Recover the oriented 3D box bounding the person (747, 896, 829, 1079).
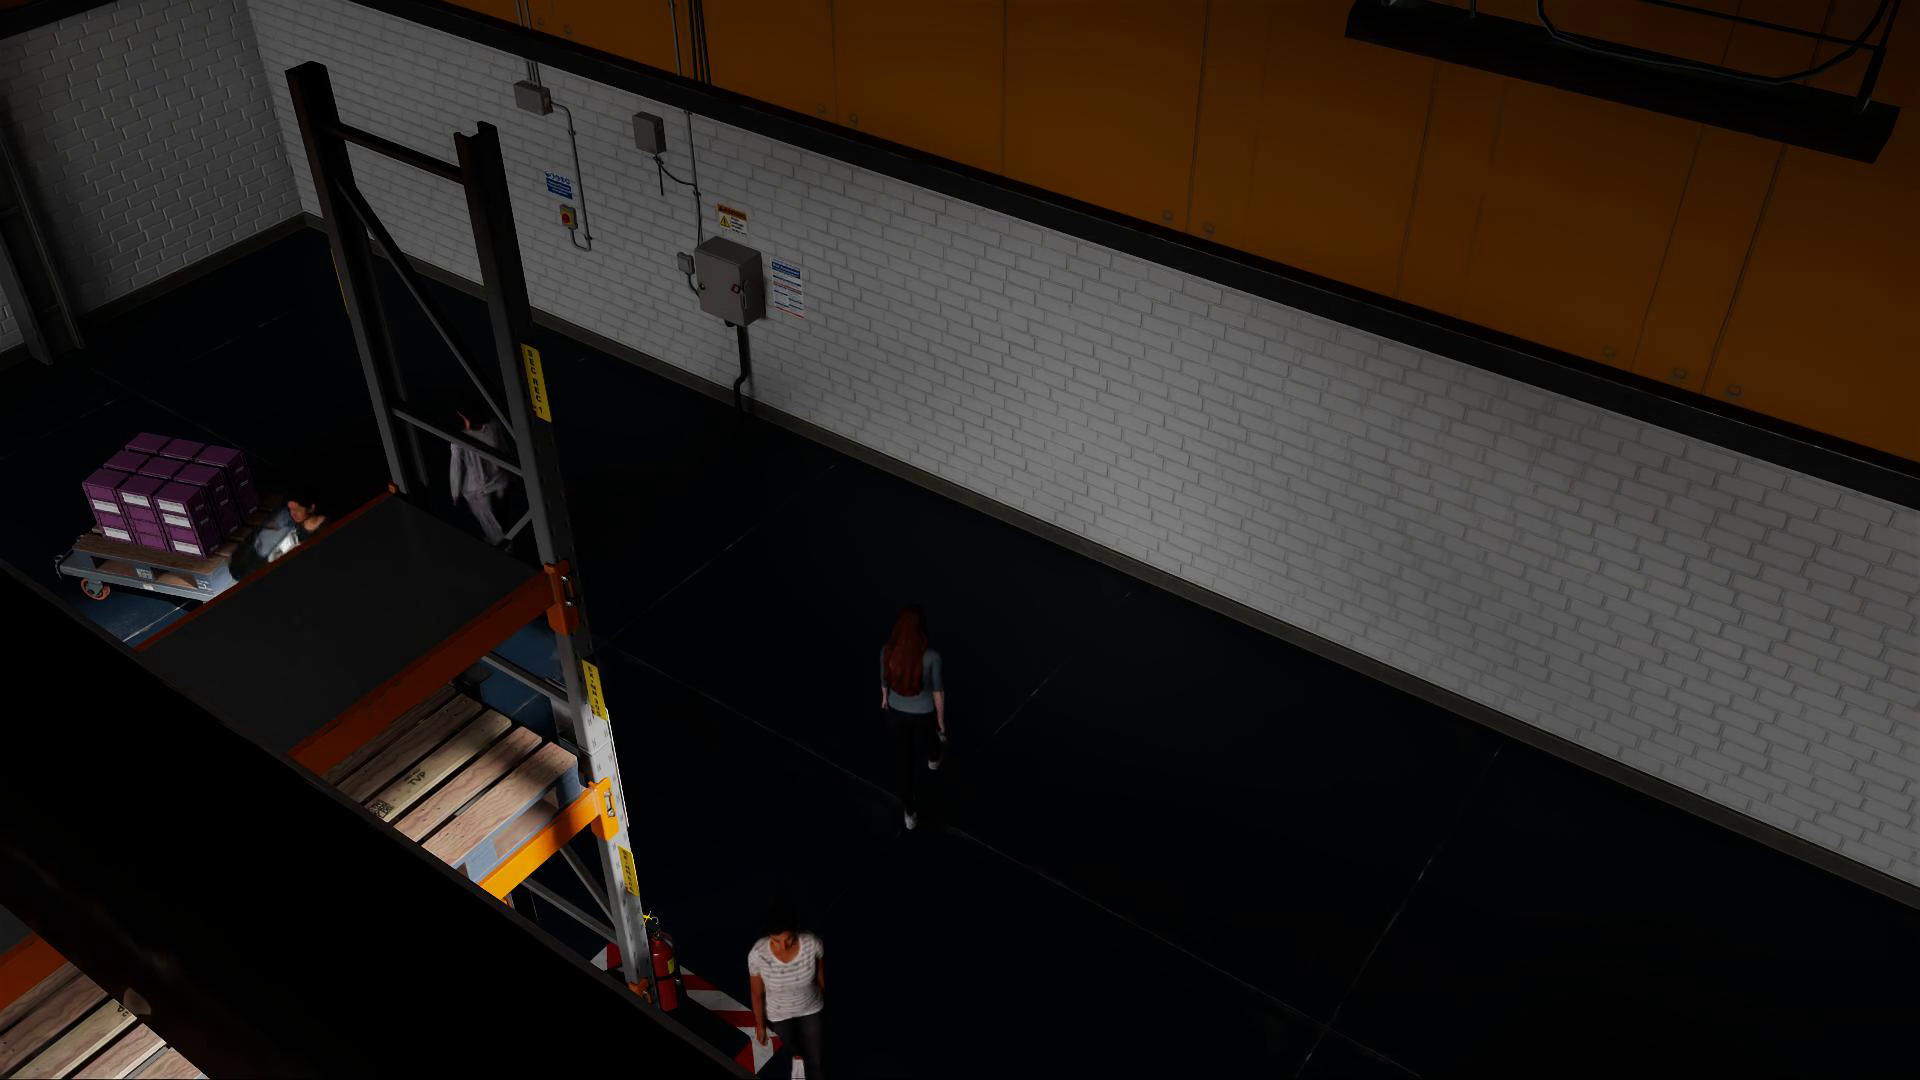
[{"bbox_3d":[-0.941,2.483,9.143,0.849,1.623,0.919,-5,39,-6],"label":"person"}]

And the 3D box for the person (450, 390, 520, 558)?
[{"bbox_3d":[-3.524,-0.337,12.571,0.899,1.752,0.774,-31,48,-33],"label":"person"}]

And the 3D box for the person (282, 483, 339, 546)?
[{"bbox_3d":[-4.419,0.231,11.897,0.624,1.705,0.549,25,45,28],"label":"person"}]

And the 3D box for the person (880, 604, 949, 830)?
[{"bbox_3d":[-0.320,1.178,10.700,0.882,1.719,1.092,6,39,8],"label":"person"}]
